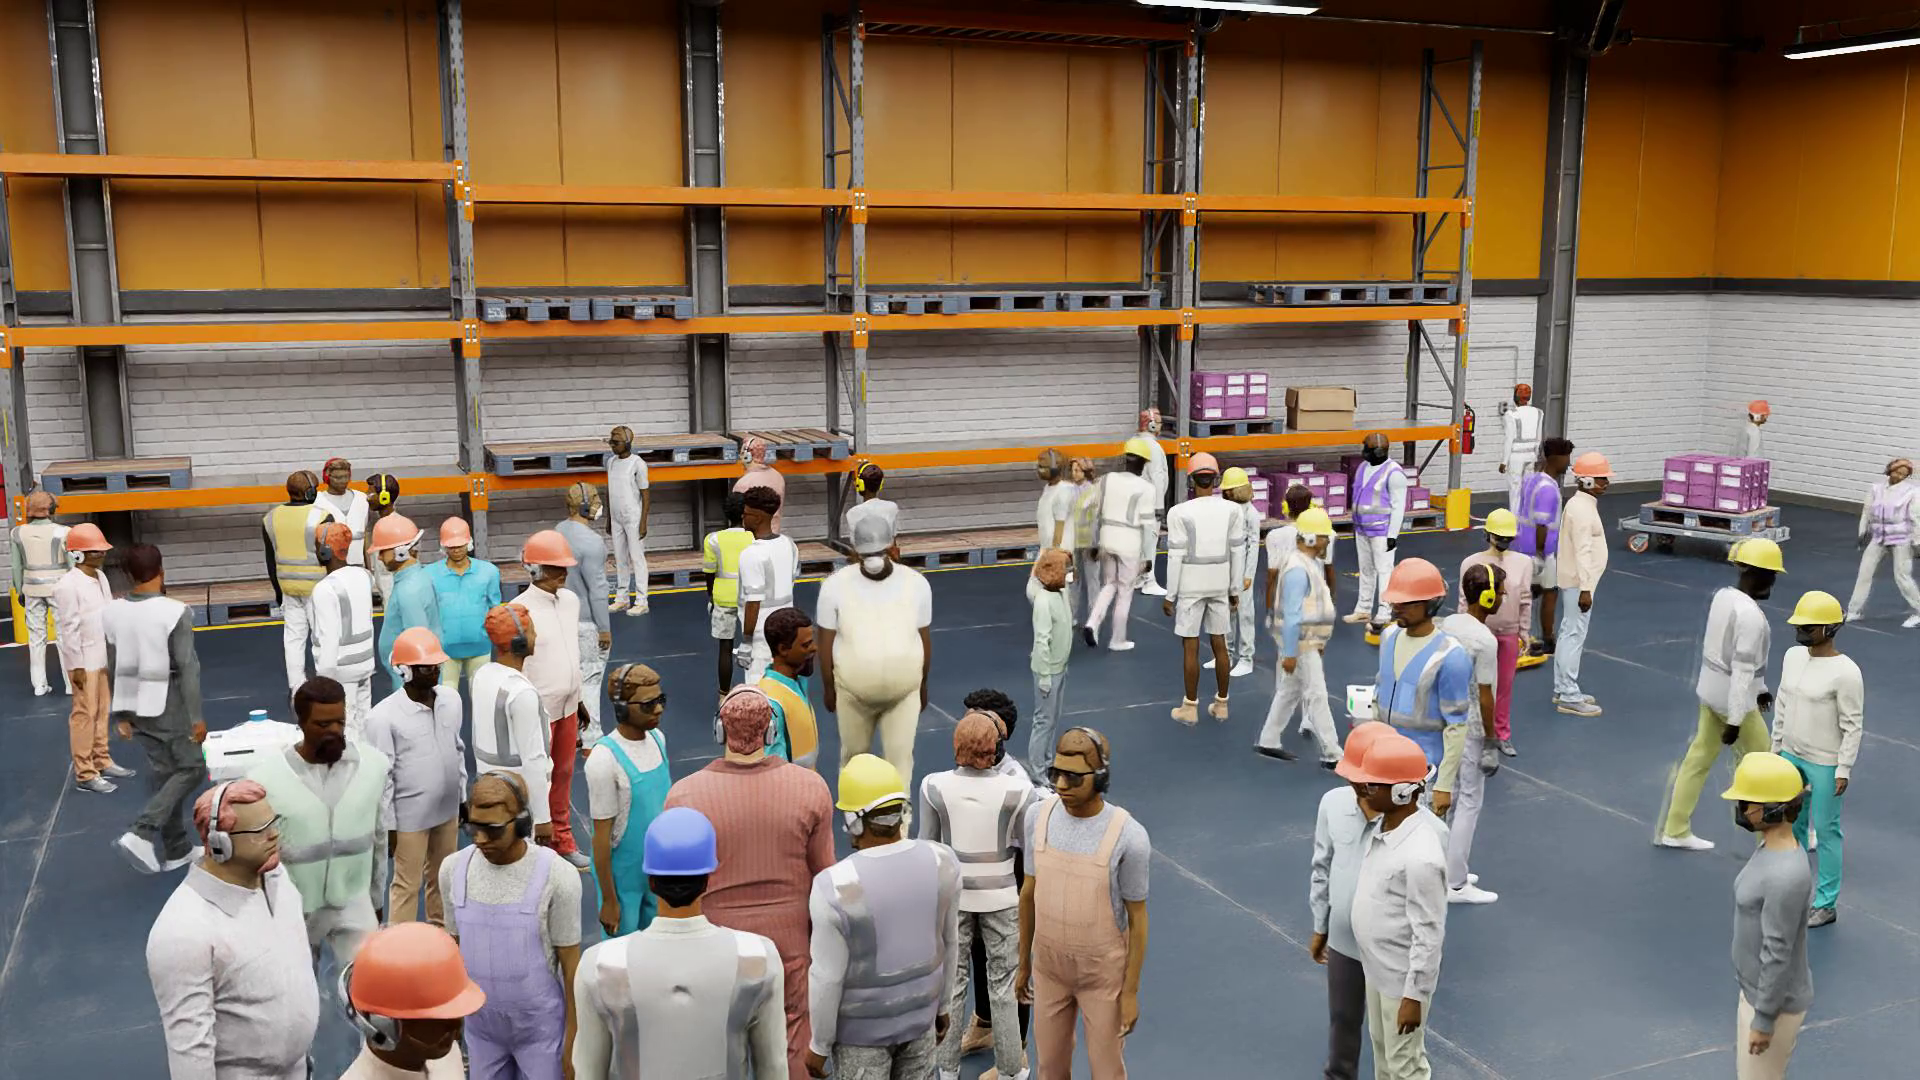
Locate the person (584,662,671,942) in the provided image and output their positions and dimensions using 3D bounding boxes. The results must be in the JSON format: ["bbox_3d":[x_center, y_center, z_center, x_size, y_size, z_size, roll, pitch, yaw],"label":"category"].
[{"bbox_3d":[-1.344,1.404,6.885,0.348,1.846,0.506,3,10,18],"label":"person"}]

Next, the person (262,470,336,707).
[{"bbox_3d":[-5.002,0.380,12.796,0.619,1.845,0.430,3,10,15],"label":"person"}]

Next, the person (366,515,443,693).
[{"bbox_3d":[-3.229,0.833,9.765,0.395,1.986,0.625,-3,10,-15],"label":"person"}]

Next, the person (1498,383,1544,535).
[{"bbox_3d":[6.949,-1.001,20.633,0.572,1.883,0.355,-4,11,-23],"label":"person"}]

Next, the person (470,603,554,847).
[{"bbox_3d":[-2.079,1.222,7.817,0.343,1.883,0.585,-8,13,-39],"label":"person"}]

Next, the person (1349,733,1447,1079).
[{"bbox_3d":[1.596,1.571,6.192,0.343,1.749,0.573,0,10,-2],"label":"person"}]

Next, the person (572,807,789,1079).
[{"bbox_3d":[-0.798,1.723,4.805,0.618,1.933,0.420,-3,10,-15],"label":"person"}]

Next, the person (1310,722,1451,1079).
[{"bbox_3d":[1.582,1.533,6.402,0.563,1.752,0.341,9,14,43],"label":"person"}]

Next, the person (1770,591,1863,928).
[{"bbox_3d":[4.423,1.134,8.672,0.327,1.767,0.533,-3,10,-15],"label":"person"}]

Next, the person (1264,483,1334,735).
[{"bbox_3d":[2.504,0.490,12.227,0.534,1.824,0.935,1,10,7],"label":"person"}]

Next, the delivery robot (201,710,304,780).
[{"bbox_3d":[-4.506,1.338,10.711,0.707,0.478,0.477,-4,10,-20],"label":"delivery robot"}]

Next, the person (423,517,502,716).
[{"bbox_3d":[-3.342,0.707,11.168,0.575,1.749,0.335,-4,11,-23],"label":"person"}]

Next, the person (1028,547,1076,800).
[{"bbox_3d":[0.594,0.850,10.690,0.264,1.632,0.507,3,10,17],"label":"person"}]

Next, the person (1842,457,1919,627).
[{"bbox_3d":[8.721,0.011,15.599,0.566,1.613,0.586,-4,11,-24],"label":"person"}]

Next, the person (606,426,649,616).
[{"bbox_3d":[-3.222,-0.187,16.051,0.514,1.844,0.328,7,12,33],"label":"person"}]

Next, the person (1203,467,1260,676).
[{"bbox_3d":[2.271,0.254,13.816,0.302,1.741,0.485,-6,12,-31],"label":"person"}]

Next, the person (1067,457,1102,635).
[{"bbox_3d":[1.117,0.045,15.306,0.514,1.642,0.314,9,14,43],"label":"person"}]

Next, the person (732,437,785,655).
[{"bbox_3d":[-1.789,0.053,14.493,0.409,1.906,0.651,4,11,24],"label":"person"}]

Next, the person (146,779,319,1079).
[{"bbox_3d":[-2.193,1.669,5.173,0.403,1.910,0.652,1,10,4],"label":"person"}]

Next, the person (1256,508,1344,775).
[{"bbox_3d":[2.379,0.675,11.223,0.768,1.796,0.617,3,10,15],"label":"person"}]

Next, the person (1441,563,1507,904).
[{"bbox_3d":[2.753,1.040,8.971,0.344,1.857,0.516,-2,10,-11],"label":"person"}]

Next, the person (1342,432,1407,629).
[{"bbox_3d":[3.864,-0.085,15.490,0.430,1.841,0.624,-4,11,-23],"label":"person"}]

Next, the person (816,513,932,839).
[{"bbox_3d":[-0.506,0.785,9.892,0.685,2.000,0.850,-1,10,-8],"label":"person"}]

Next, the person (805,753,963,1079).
[{"bbox_3d":[-0.275,1.622,5.697,0.586,1.823,0.403,-7,12,-35],"label":"person"}]

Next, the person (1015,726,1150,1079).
[{"bbox_3d":[0.426,1.563,5.974,0.506,1.846,0.345,6,11,30],"label":"person"}]

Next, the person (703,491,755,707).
[{"bbox_3d":[-1.682,0.469,12.691,0.539,1.700,0.317,0,10,-2],"label":"person"}]

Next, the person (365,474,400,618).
[{"bbox_3d":[-4.259,0.431,12.424,0.316,1.870,0.532,-4,11,-24],"label":"person"}]

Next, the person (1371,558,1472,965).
[{"bbox_3d":[2.193,1.091,8.130,0.386,2.041,0.607,-5,11,-25],"label":"person"}]

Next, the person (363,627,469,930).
[{"bbox_3d":[-2.540,1.271,7.906,0.321,1.755,0.572,5,11,27],"label":"person"}]

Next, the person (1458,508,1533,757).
[{"bbox_3d":[3.699,0.645,11.517,0.518,1.756,0.349,-1,10,-6],"label":"person"}]

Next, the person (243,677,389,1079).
[{"bbox_3d":[-2.487,1.454,6.555,0.598,1.865,1.016,-8,13,-40],"label":"person"}]

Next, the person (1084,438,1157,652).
[{"bbox_3d":[1.411,0.062,14.490,0.645,1.887,0.577,9,13,41],"label":"person"}]

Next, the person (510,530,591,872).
[{"bbox_3d":[-2.264,0.928,9.208,0.390,1.993,0.612,4,11,21],"label":"person"}]

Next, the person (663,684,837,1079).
[{"bbox_3d":[-0.789,1.479,6.282,0.651,1.907,0.409,-2,10,-14],"label":"person"}]

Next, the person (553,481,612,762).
[{"bbox_3d":[-2.593,0.557,11.493,0.359,1.938,0.635,-8,13,-40],"label":"person"}]

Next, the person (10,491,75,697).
[{"bbox_3d":[-7.174,0.427,13.103,0.522,1.640,0.310,0,10,-3],"label":"person"}]

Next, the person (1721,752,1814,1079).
[{"bbox_3d":[2.852,1.617,5.940,0.342,1.754,0.531,4,11,21],"label":"person"}]

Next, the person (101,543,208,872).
[{"bbox_3d":[-4.523,0.962,9.319,0.612,1.882,0.555,4,11,21],"label":"person"}]

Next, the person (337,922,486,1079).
[{"bbox_3d":[-1.278,1.845,3.981,0.653,1.965,0.653,1,10,3],"label":"person"}]

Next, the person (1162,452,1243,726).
[{"bbox_3d":[1.787,0.361,12.359,0.615,2.029,0.400,-3,10,-17],"label":"person"}]

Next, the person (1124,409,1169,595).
[{"bbox_3d":[1.936,-0.394,17.068,0.403,1.910,0.637,-4,10,-20],"label":"person"}]

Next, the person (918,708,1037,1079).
[{"bbox_3d":[0.081,1.502,6.913,0.523,1.640,0.306,2,10,11],"label":"person"}]

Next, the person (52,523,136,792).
[{"bbox_3d":[-5.659,0.756,10.877,0.328,1.753,0.560,-1,10,-4],"label":"person"}]

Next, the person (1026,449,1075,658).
[{"bbox_3d":[0.781,0.123,14.328,0.395,1.830,0.512,-4,10,-20],"label":"person"}]

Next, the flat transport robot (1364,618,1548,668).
[{"bbox_3d":[4.296,0.877,14.456,0.652,0.197,1.431,-7,12,-37],"label":"flat transport robot"}]

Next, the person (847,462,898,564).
[{"bbox_3d":[-0.705,0.315,13.089,0.509,1.872,0.328,-10,14,-44],"label":"person"}]

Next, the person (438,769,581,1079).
[{"bbox_3d":[-1.495,1.642,5.554,0.505,1.837,0.360,2,10,13],"label":"person"}]

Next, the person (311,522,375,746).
[{"bbox_3d":[-3.757,0.819,10.146,0.341,1.882,0.587,1,10,7],"label":"person"}]

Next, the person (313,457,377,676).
[{"bbox_3d":[-5.083,0.233,13.637,0.389,1.844,0.565,8,13,39],"label":"person"}]

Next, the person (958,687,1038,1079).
[{"bbox_3d":[0.127,1.452,7.038,0.317,1.696,0.538,-6,11,-30],"label":"person"}]

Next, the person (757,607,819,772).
[{"bbox_3d":[-0.804,1.246,7.585,0.391,1.920,0.587,0,10,-1],"label":"person"}]

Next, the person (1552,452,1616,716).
[{"bbox_3d":[4.740,0.324,12.672,0.378,1.996,0.611,3,10,15],"label":"person"}]

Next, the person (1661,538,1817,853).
[{"bbox_3d":[4.589,0.918,9.620,0.974,1.870,0.588,0,10,1],"label":"person"}]

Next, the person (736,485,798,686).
[{"bbox_3d":[-1.307,0.607,11.128,0.362,1.966,0.611,4,11,21],"label":"person"}]
